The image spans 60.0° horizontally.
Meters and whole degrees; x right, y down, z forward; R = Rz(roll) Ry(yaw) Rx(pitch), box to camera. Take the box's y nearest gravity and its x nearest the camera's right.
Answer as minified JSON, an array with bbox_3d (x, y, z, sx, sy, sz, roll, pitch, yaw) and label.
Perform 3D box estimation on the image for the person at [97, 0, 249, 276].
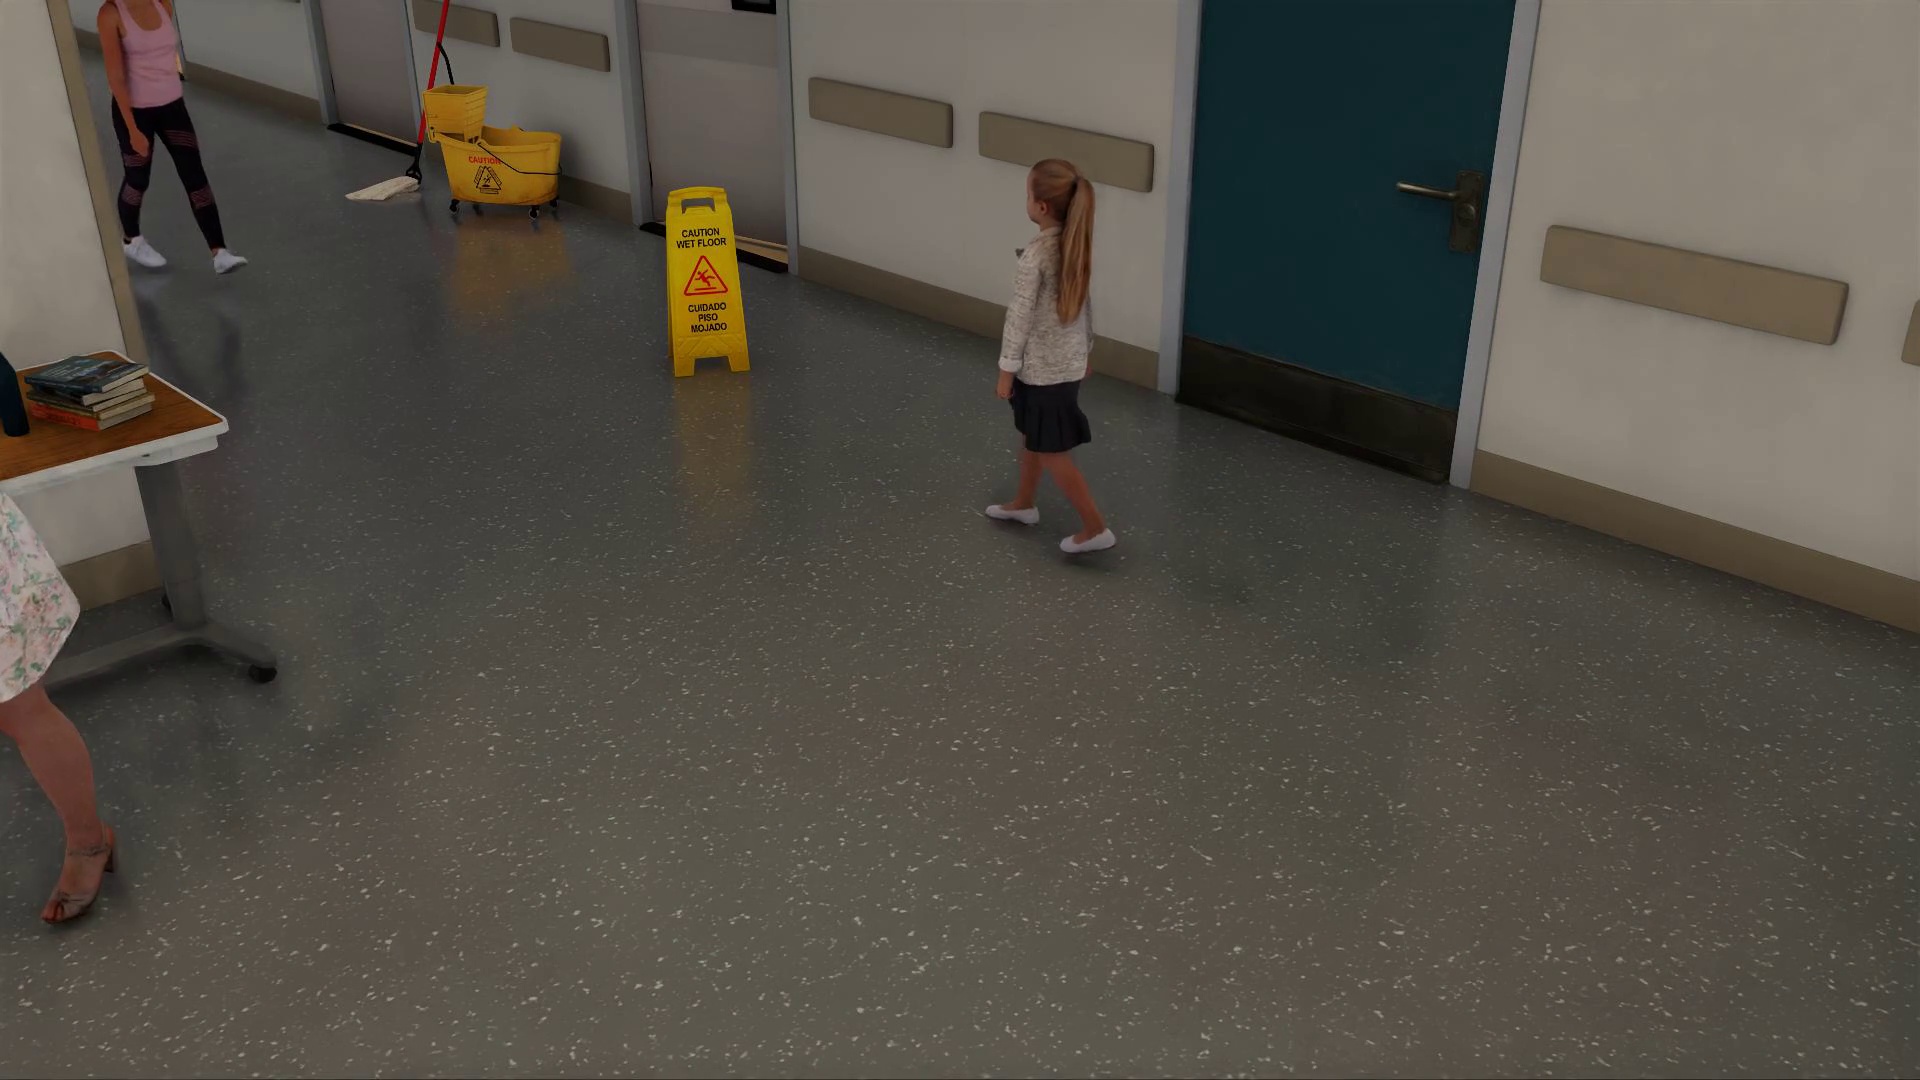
[{"bbox_3d":[-3.914,-2.044,7.946,1.171,1.607,0.750,15,30,29],"label":"person"}]

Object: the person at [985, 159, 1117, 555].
[{"bbox_3d":[0.323,-0.545,5.222,0.824,1.264,0.590,18,31,32],"label":"person"}]
